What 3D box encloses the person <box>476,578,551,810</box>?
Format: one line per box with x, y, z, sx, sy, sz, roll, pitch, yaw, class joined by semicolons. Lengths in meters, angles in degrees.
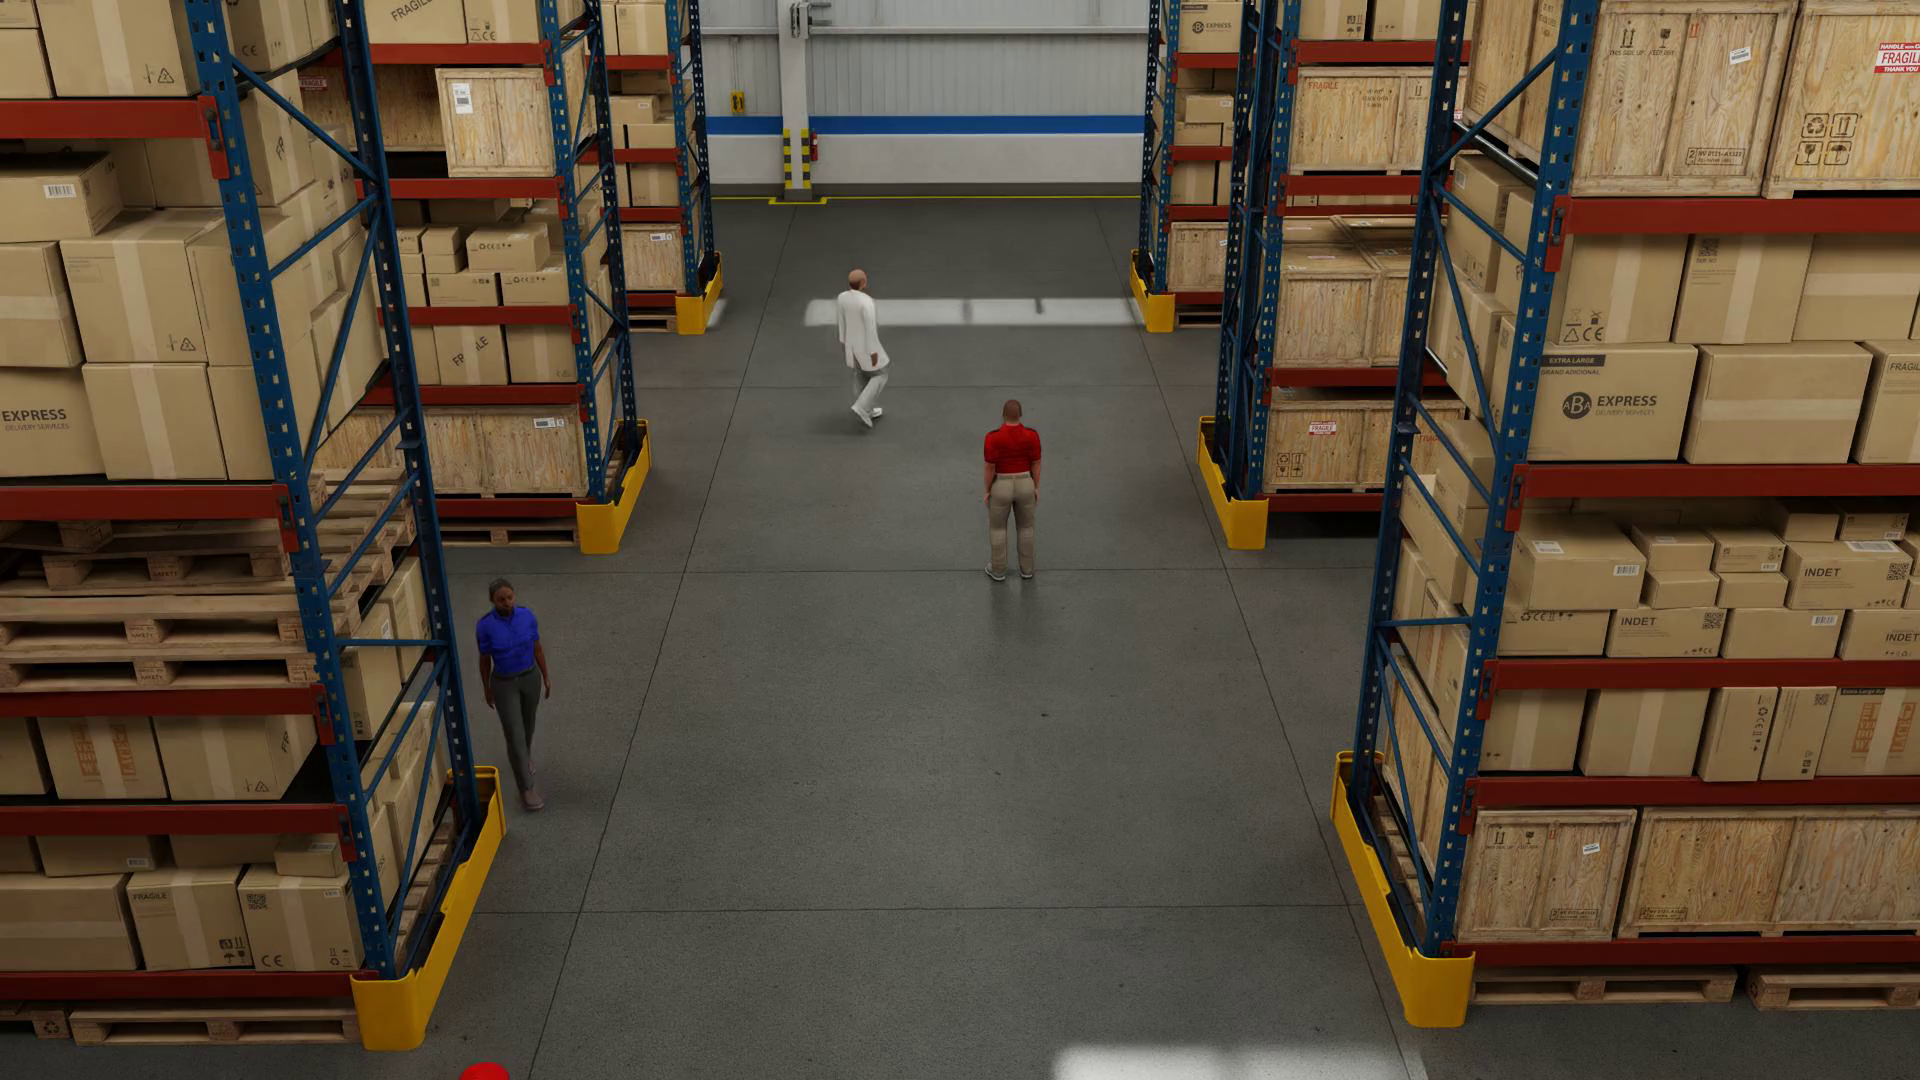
-3.119;1.045;11.785;0.451;1.651;0.790;-17;30;-31;person

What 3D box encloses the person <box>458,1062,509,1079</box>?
-2.056;3.044;7.336;0.370;1.795;0.546;-21;32;-37;person

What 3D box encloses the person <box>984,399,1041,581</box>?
0.453;-0.463;14.918;0.519;1.727;0.384;-4;25;-8;person

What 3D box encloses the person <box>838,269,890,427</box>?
-1.083;-2.144;18.438;0.600;1.791;0.600;20;32;36;person
